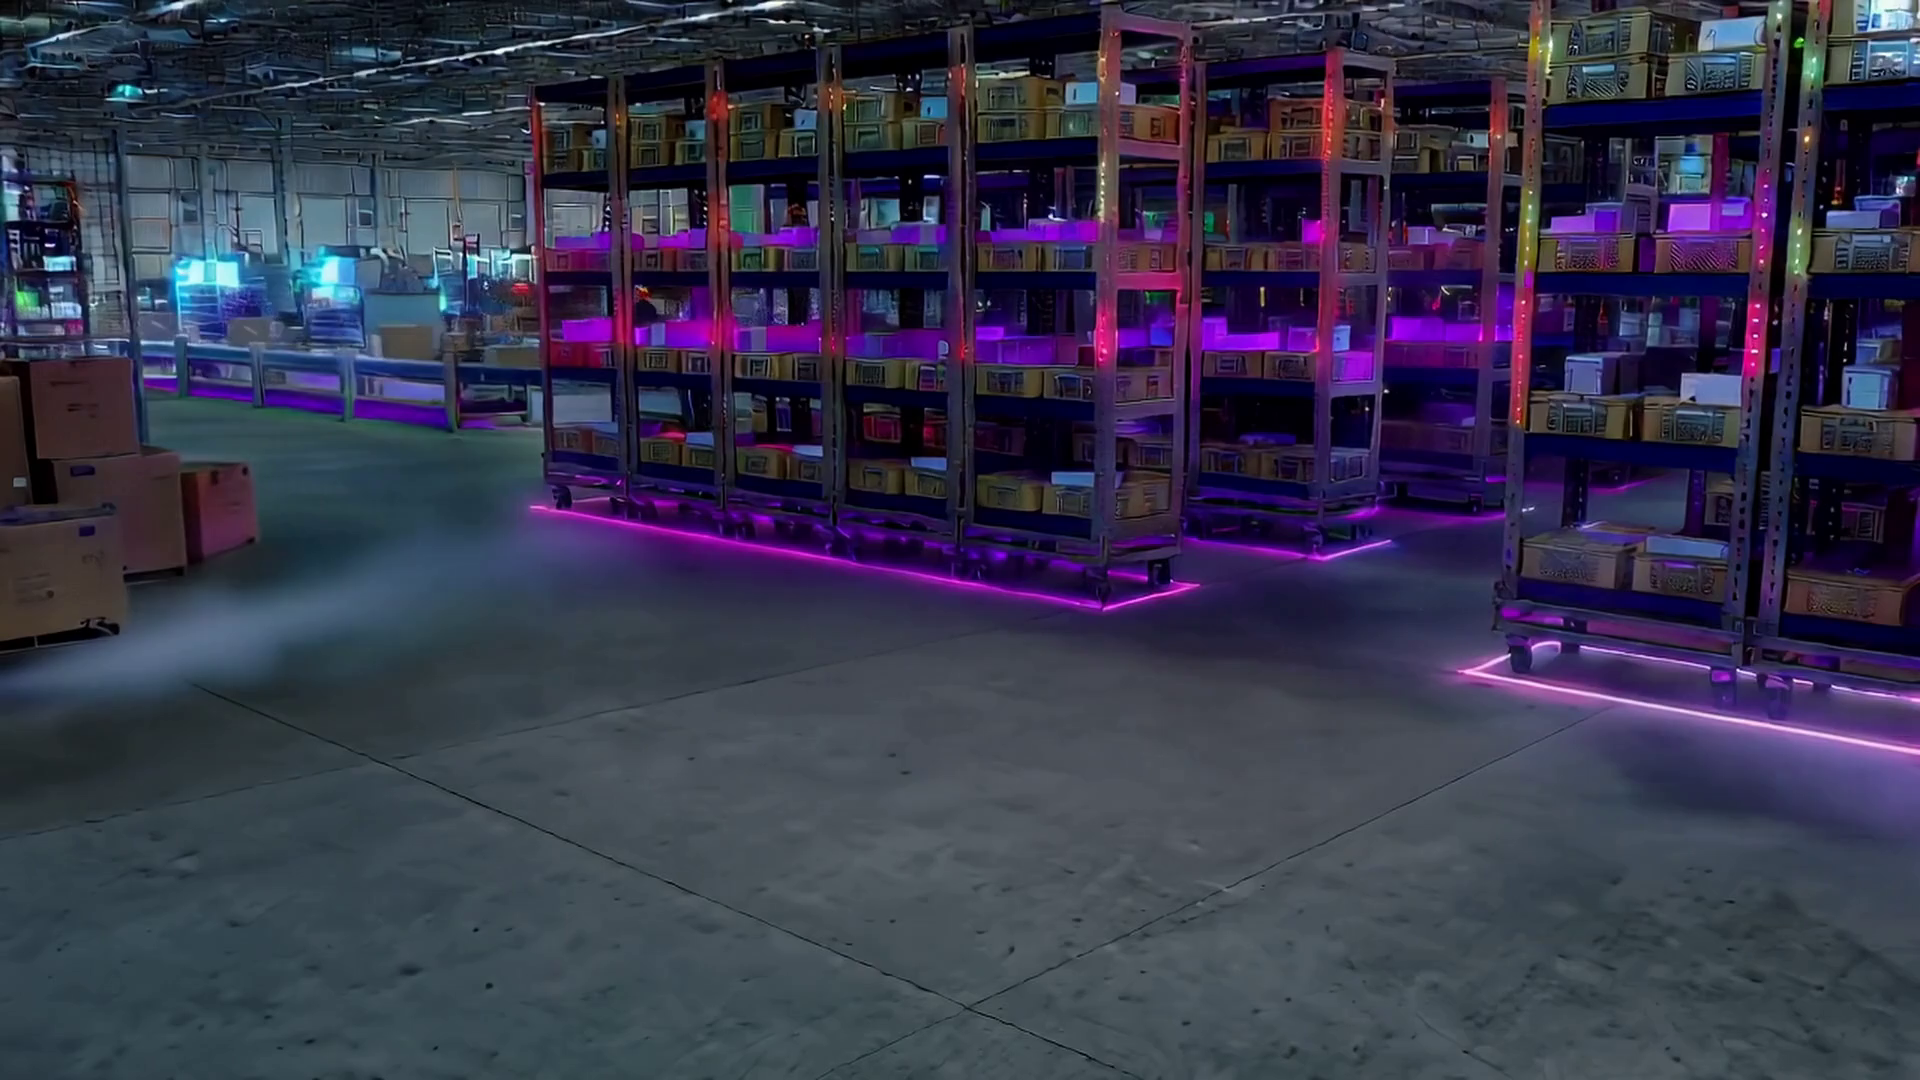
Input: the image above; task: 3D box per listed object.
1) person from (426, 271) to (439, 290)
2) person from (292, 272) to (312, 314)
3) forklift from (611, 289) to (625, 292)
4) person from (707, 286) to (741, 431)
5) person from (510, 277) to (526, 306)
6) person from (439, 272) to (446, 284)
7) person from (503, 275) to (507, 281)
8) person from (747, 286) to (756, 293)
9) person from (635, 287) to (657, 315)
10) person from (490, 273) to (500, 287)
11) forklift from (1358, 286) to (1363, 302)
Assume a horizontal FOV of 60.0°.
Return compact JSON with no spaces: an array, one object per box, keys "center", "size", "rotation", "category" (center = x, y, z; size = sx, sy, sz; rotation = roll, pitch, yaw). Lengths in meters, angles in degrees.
[{"center":[-18.744,-8.582,59.304],"size":[0.610,1.984,0.399],"rotation":[5,11,30],"category":"person"},{"center":[-24.575,-9.070,62.122],"size":[0.681,2.000,0.538],"rotation":[-4,10,-25],"category":"person"},{"center":[-17.150,-13.328,85.659],"size":[1.873,2.768,1.129],"rotation":[1,9,9],"category":"forklift"},{"center":[-2.617,-1.901,18.582],"size":[0.399,1.908,0.643],"rotation":[-6,11,-34],"category":"person"},{"center":[-15.521,-8.335,58.384],"size":[0.822,1.793,0.607],"rotation":[8,12,42],"category":"person"},{"center":[-24.953,-12.025,80.622],"size":[0.634,1.915,0.617],"rotation":[2,9,12],"category":"person"},{"center":[-22.575,-12.245,82.371],"size":[0.997,1.799,0.511],"rotation":[8,12,41],"category":"person"},{"center":[-9.577,-11.402,76.810],"size":[0.614,1.918,0.969],"rotation":[-7,12,-37],"category":"person"},{"center":[-5.803,-3.786,30.679],"size":[0.532,1.732,0.895],"rotation":[2,9,10],"category":"person"},{"center":[-24.048,-12.876,86.072],"size":[0.429,1.844,0.627],"rotation":[9,13,43],"category":"person"},{"center":[11.100,-7.017,46.970],"size":[1.873,2.768,1.129],"rotation":[9,13,43],"category":"forklift"}]
